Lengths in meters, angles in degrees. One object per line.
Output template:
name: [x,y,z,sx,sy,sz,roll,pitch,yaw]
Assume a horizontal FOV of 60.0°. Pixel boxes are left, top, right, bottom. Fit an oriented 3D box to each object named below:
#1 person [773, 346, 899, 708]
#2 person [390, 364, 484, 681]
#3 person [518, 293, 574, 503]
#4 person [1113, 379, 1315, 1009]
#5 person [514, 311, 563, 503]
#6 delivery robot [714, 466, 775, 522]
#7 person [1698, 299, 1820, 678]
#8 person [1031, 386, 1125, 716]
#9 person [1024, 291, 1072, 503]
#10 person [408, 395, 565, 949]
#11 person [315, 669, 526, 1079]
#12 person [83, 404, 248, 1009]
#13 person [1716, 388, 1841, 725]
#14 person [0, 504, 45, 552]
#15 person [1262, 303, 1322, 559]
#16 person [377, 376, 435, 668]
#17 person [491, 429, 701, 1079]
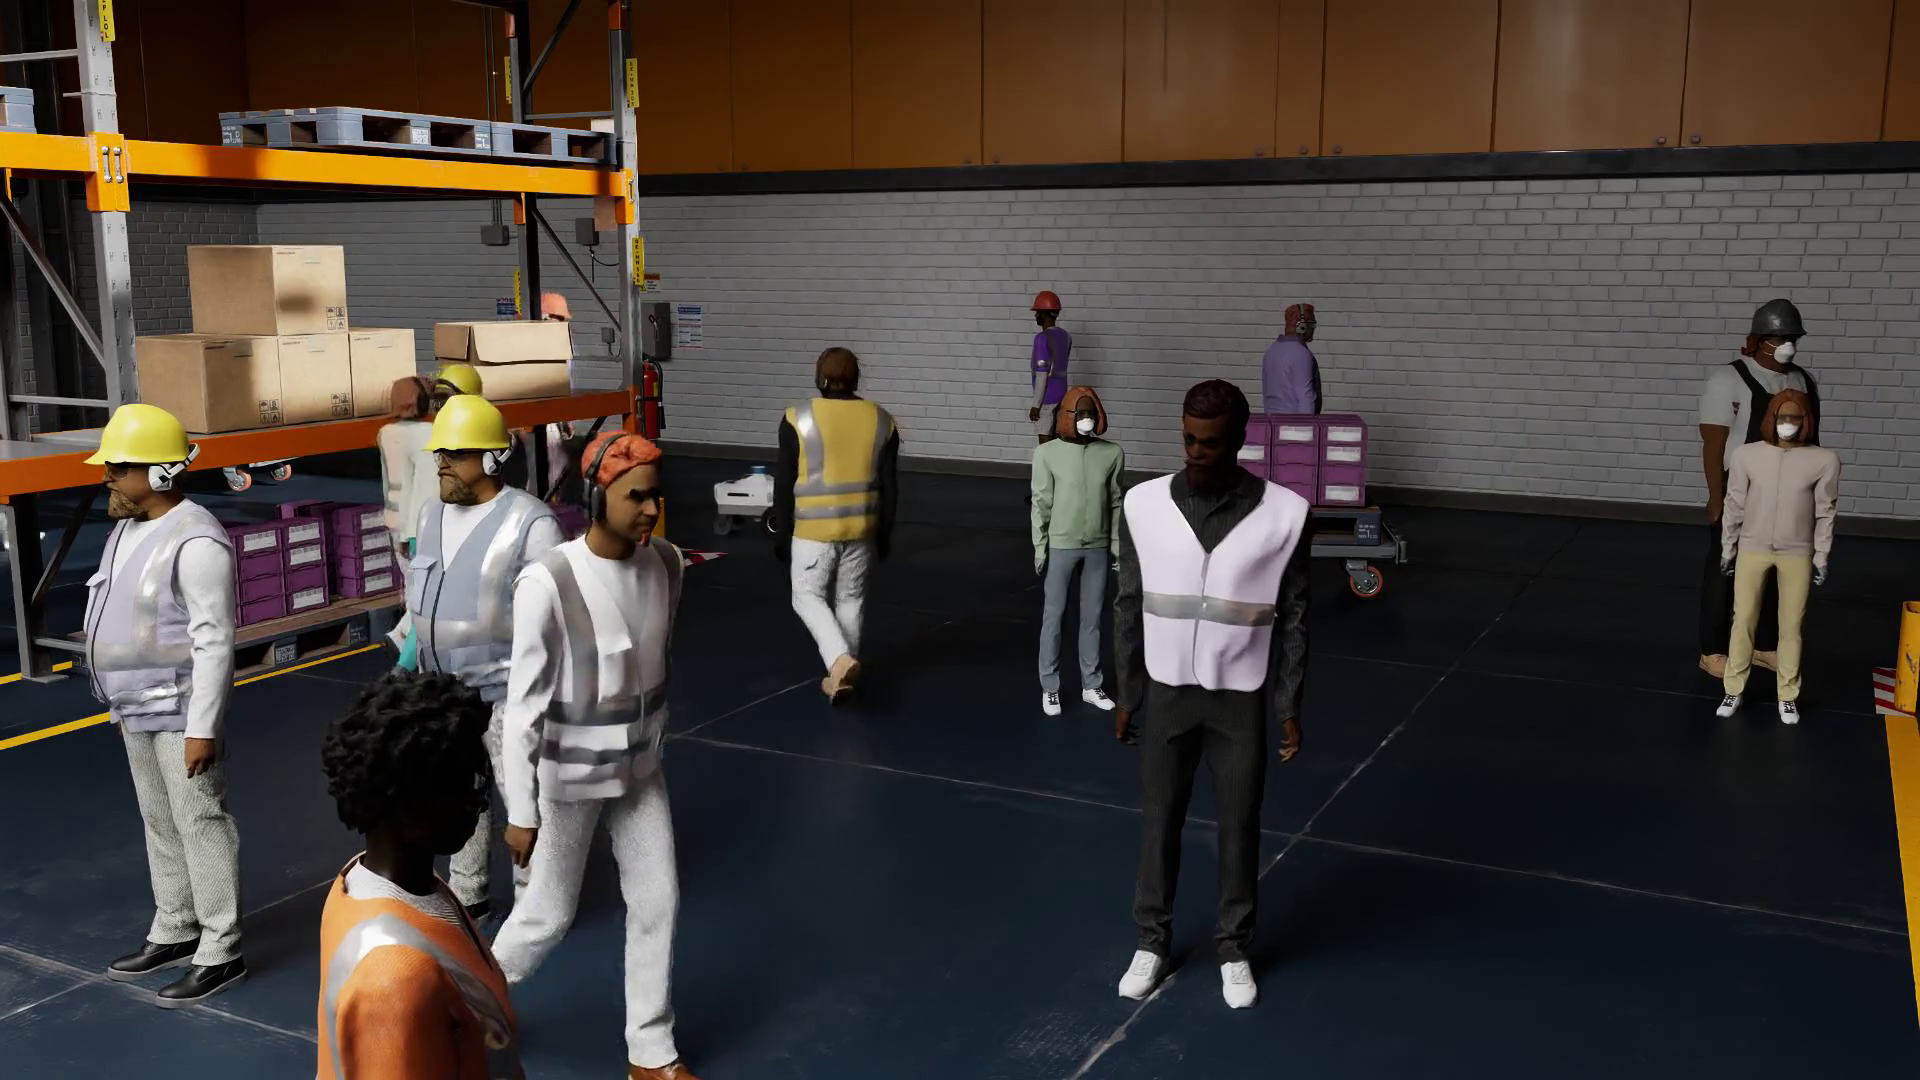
person: [-0.596,-0.048,8.290,0.639,1.822,0.638,-5,11,-25]
person: [-2.536,0.001,8.238,0.561,1.730,0.446,6,12,33]
person: [-3.218,-0.956,13.123,0.662,1.960,0.631,0,10,1]
person: [0.760,0.464,5.063,0.590,1.913,0.398,3,10,14]
person: [-3.540,-0.989,13.543,0.753,1.888,0.581,1,10,8]
delivery robot: [-1.619,-0.355,13.458,0.707,0.478,0.477,3,10,15]
person: [4.340,-0.270,8.939,0.674,2.000,0.535,-2,10,-14]
person: [0.590,0.051,8.258,0.500,1.633,0.280,-4,10,-20]
person: [0.792,-1.292,15.152,0.357,1.938,0.543,5,11,29]
person: [-1.557,0.443,5.406,0.586,1.835,0.403,5,11,28]
person: [-0.787,1.023,2.455,0.319,1.695,0.532,-4,11,-22]
person: [-2.433,0.499,5.087,0.590,1.833,0.404,8,13,40]
person: [3.973,0.078,8.103,0.499,1.634,0.289,5,11,27]
person: [-7.449,-0.816,12.534,0.612,1.889,0.807,7,12,34]
person: [2.518,-0.818,12.503,0.403,1.906,0.652,-3,10,-15]
person: [-2.972,-0.072,9.000,0.519,1.624,0.479,5,11,29]
person: [-1.058,0.606,4.480,0.807,1.848,0.594,7,12,35]
